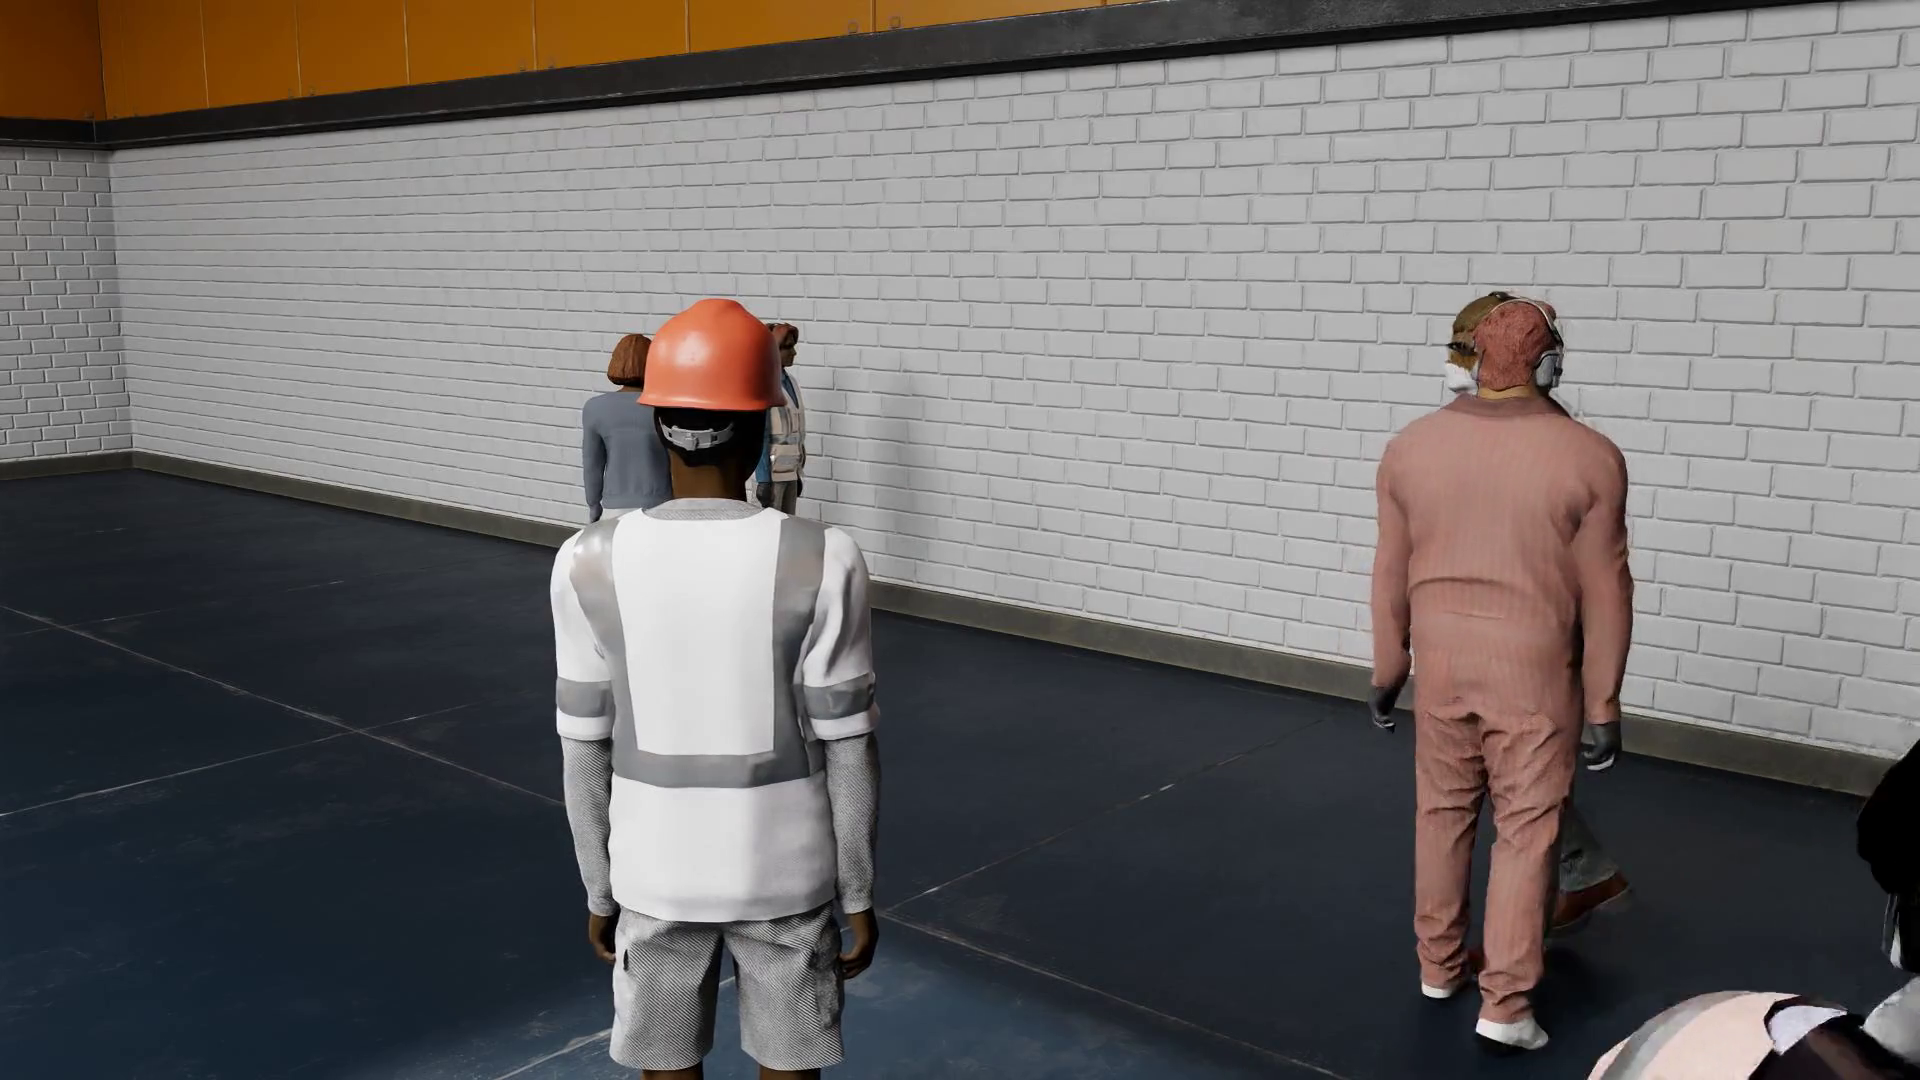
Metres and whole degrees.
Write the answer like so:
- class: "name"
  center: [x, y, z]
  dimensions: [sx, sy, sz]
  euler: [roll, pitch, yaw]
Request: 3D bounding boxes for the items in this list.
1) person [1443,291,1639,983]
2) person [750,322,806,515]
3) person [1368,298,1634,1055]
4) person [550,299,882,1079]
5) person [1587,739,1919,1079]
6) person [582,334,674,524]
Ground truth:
- class: "person"
  center: [1.565, 0.289, 4.515]
  dimensions: [0.582, 1.915, 0.652]
  euler: [1, 10, 7]
- class: "person"
  center: [-0.963, -0.319, 8.740]
  dimensions: [0.307, 1.639, 0.525]
  euler: [3, 10, 14]
- class: "person"
  center: [1.389, 0.339, 4.302]
  dimensions: [0.659, 1.920, 0.432]
  euler: [8, 13, 40]
- class: "person"
  center: [-0.402, 0.565, 2.859]
  dimensions: [0.544, 1.939, 0.354]
  euler: [0, 10, 3]
- class: "person"
  center: [0.630, 0.950, 1.080]
  dimensions: [1.012, 1.786, 0.642]
  euler: [-1, 10, -8]
- class: "person"
  center: [-1.480, -0.131, 7.685]
  dimensions: [0.507, 1.632, 0.275]
  euler: [1, 10, 6]
